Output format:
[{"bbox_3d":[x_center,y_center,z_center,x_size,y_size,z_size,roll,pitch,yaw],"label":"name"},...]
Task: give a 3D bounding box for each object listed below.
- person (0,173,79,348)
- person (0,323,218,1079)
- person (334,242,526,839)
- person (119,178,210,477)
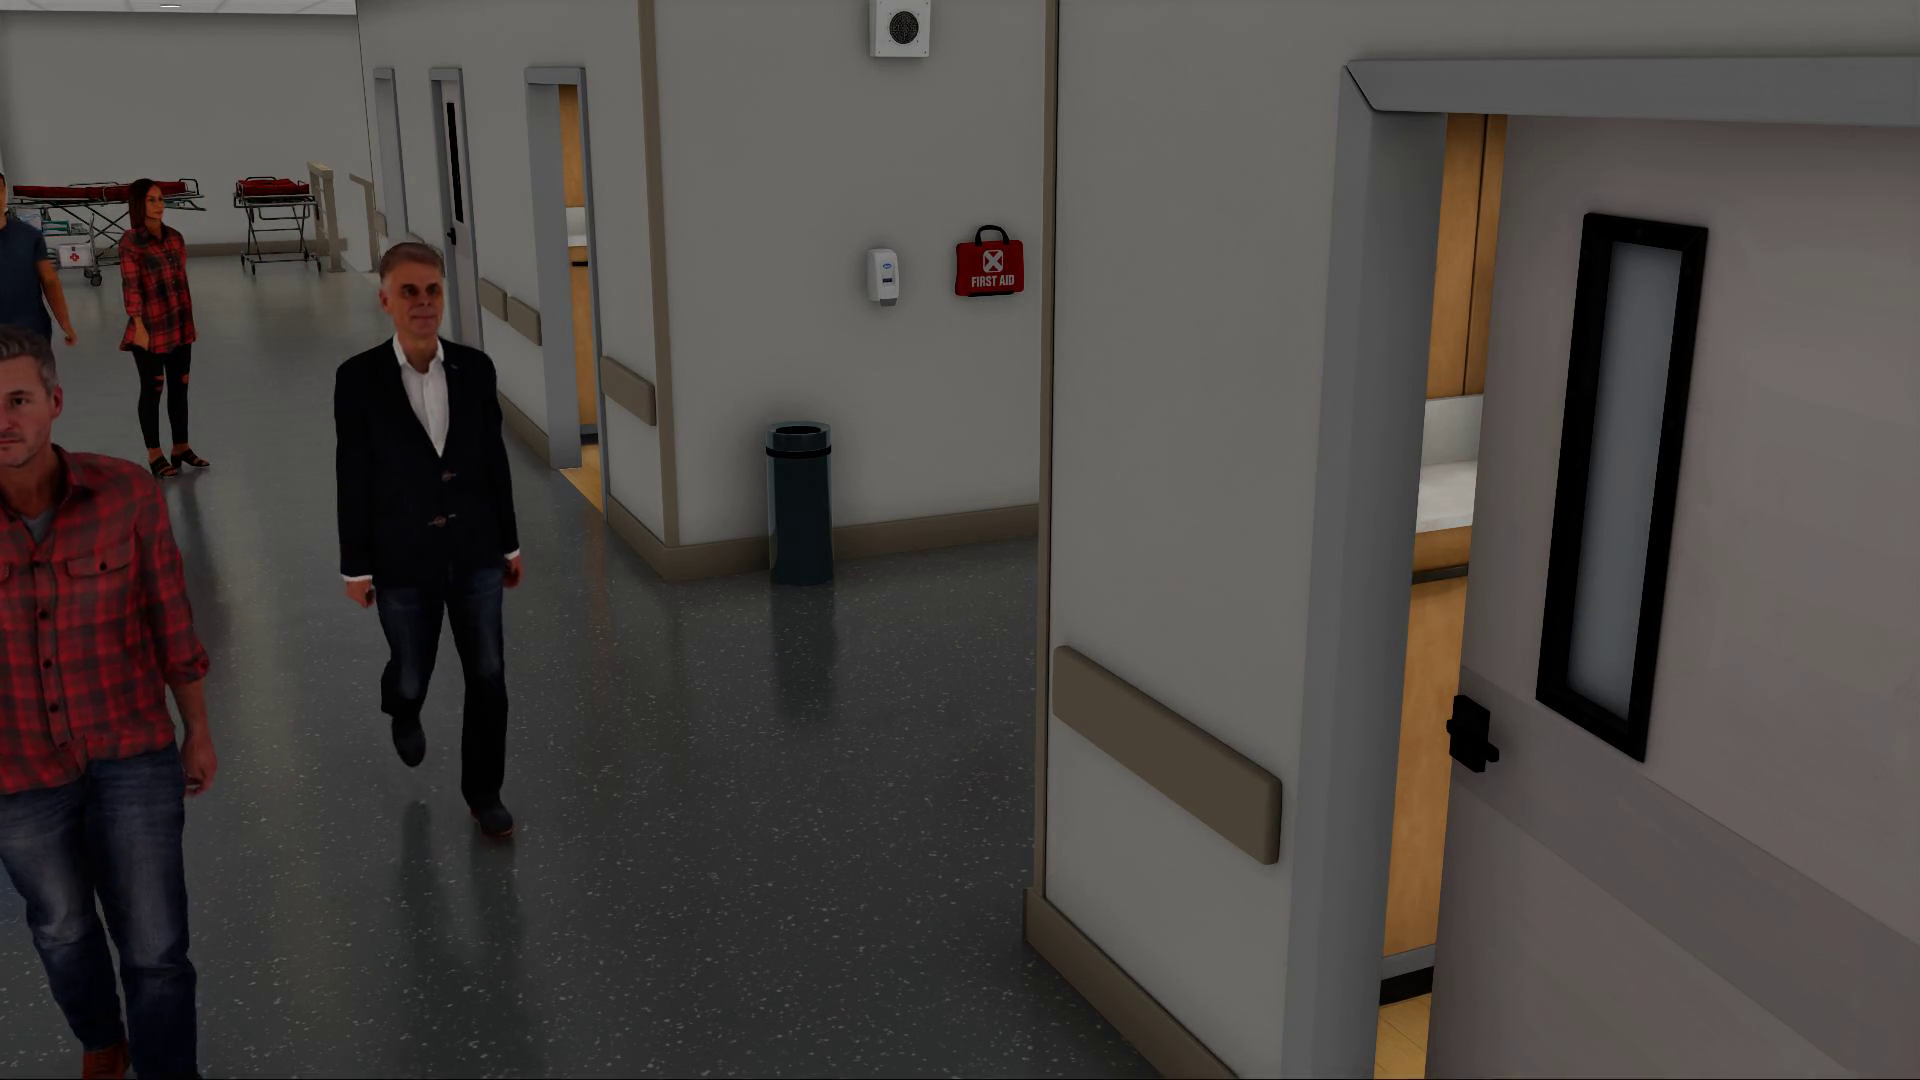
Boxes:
[{"bbox_3d":[-5.223,-1.118,9.115,1.202,1.774,1.000,11,19,34],"label":"person"},{"bbox_3d":[-1.885,0.441,3.545,0.729,1.797,1.088,-7,17,-23],"label":"person"},{"bbox_3d":[-1.631,-0.006,5.126,0.736,1.797,0.984,-9,18,-29],"label":"person"},{"bbox_3d":[-4.637,-1.234,9.660,0.758,1.702,0.697,5,17,18],"label":"person"}]
